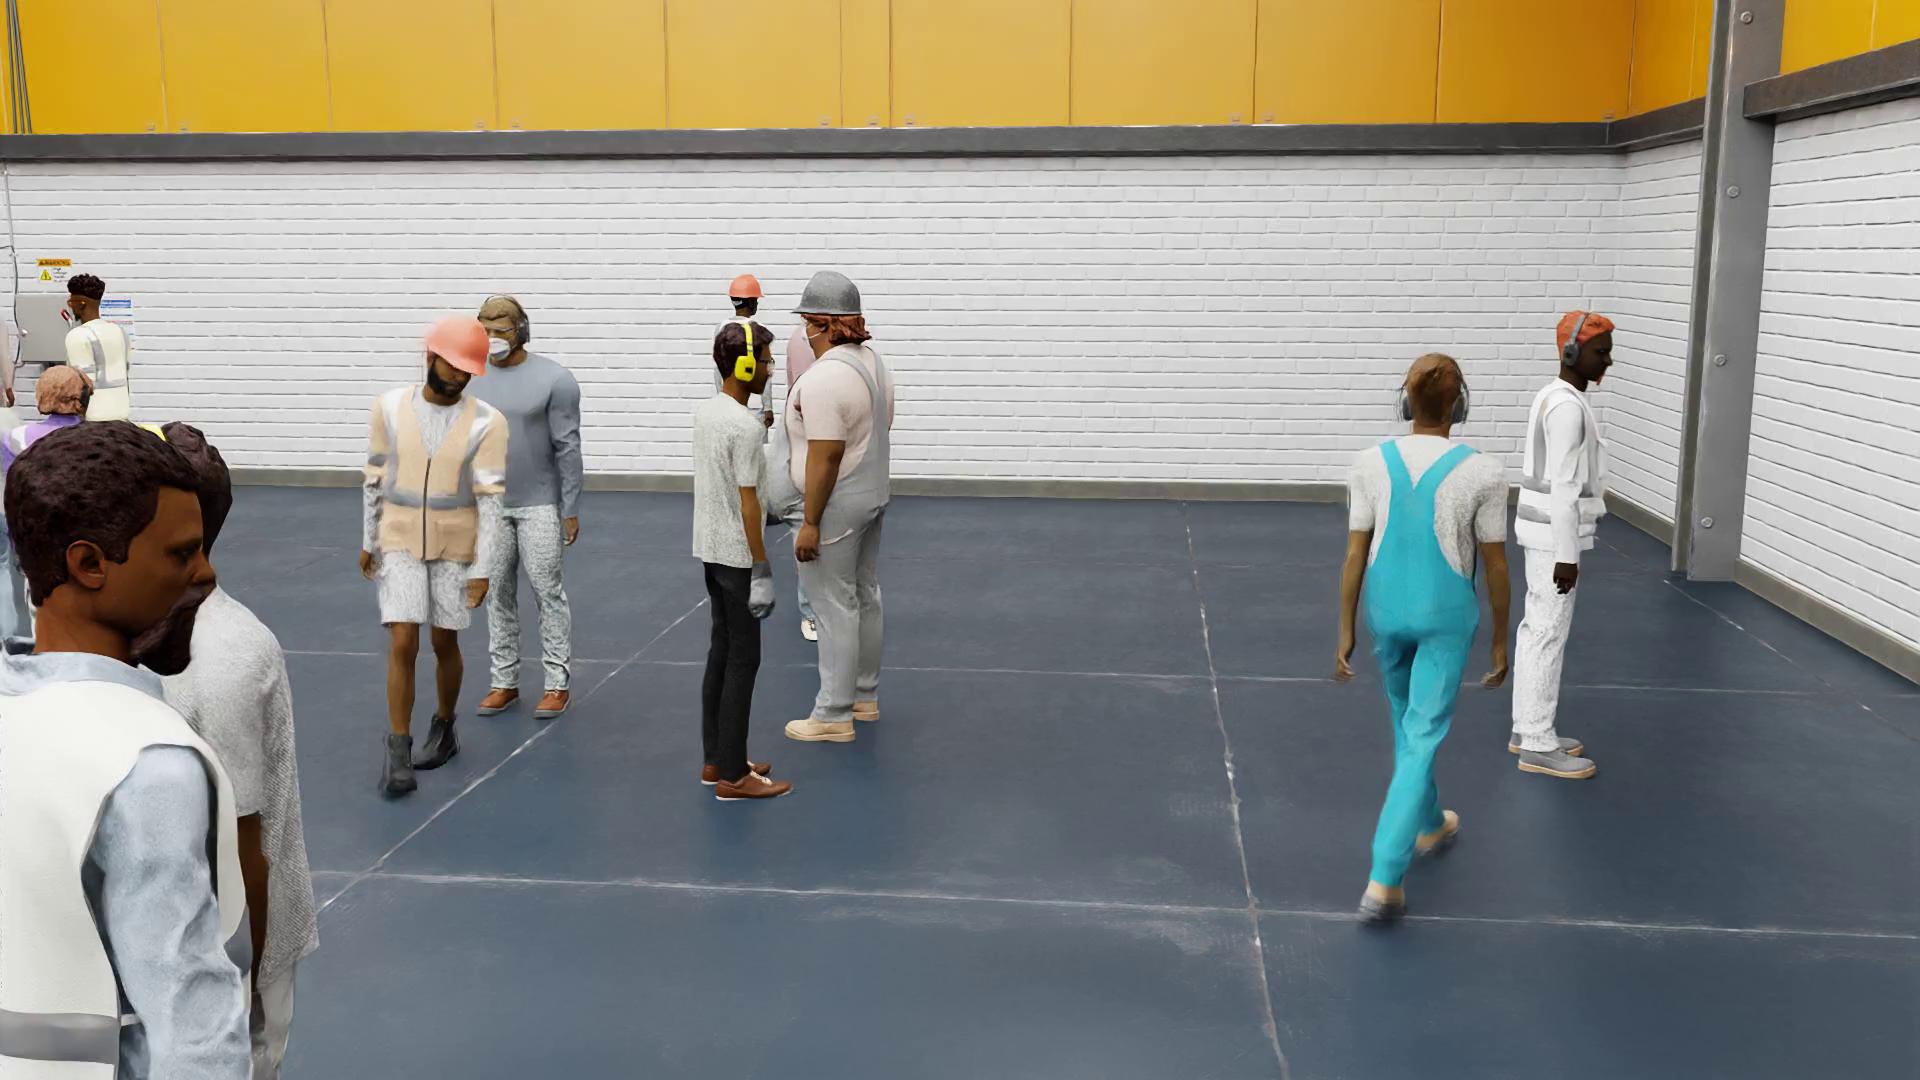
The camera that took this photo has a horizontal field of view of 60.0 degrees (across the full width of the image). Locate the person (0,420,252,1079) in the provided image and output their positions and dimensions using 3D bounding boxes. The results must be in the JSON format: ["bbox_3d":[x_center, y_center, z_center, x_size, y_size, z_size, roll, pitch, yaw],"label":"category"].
[{"bbox_3d":[-1.101,0.804,2.171,0.588,1.915,0.398,8,13,39],"label":"person"}]

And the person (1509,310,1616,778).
[{"bbox_3d":[2.454,0.010,6.804,0.357,1.884,0.574,3,10,14],"label":"person"}]

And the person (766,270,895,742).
[{"bbox_3d":[-0.585,-0.149,7.267,0.536,2.000,0.676,3,10,18],"label":"person"}]

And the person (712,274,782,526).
[{"bbox_3d":[-1.644,-1.069,12.824,0.542,1.939,0.359,7,12,34],"label":"person"}]

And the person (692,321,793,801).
[{"bbox_3d":[-0.860,0.086,6.453,0.337,1.858,0.523,-5,11,-28],"label":"person"}]

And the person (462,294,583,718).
[{"bbox_3d":[-2.029,-0.147,7.587,0.634,1.930,0.384,1,10,6],"label":"person"}]

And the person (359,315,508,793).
[{"bbox_3d":[-2.096,0.052,6.583,0.632,1.872,0.776,-1,10,-8],"label":"person"}]

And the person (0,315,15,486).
[{"bbox_3d":[-8.353,-1.293,14.086,0.615,1.942,0.408,-7,12,-34],"label":"person"}]

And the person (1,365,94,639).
[{"bbox_3d":[-3.885,0.051,7.296,0.524,1.631,0.319,-3,10,-15],"label":"person"}]

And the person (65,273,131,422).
[{"bbox_3d":[-5.994,-0.867,11.589,0.361,1.963,0.613,1,10,4],"label":"person"}]

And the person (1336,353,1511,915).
[{"bbox_3d":[1.532,0.285,5.486,0.521,1.798,0.991,7,12,33],"label":"person"}]

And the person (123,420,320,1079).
[{"bbox_3d":[-1.252,0.724,2.795,0.321,1.861,0.515,-6,12,-31],"label":"person"}]
